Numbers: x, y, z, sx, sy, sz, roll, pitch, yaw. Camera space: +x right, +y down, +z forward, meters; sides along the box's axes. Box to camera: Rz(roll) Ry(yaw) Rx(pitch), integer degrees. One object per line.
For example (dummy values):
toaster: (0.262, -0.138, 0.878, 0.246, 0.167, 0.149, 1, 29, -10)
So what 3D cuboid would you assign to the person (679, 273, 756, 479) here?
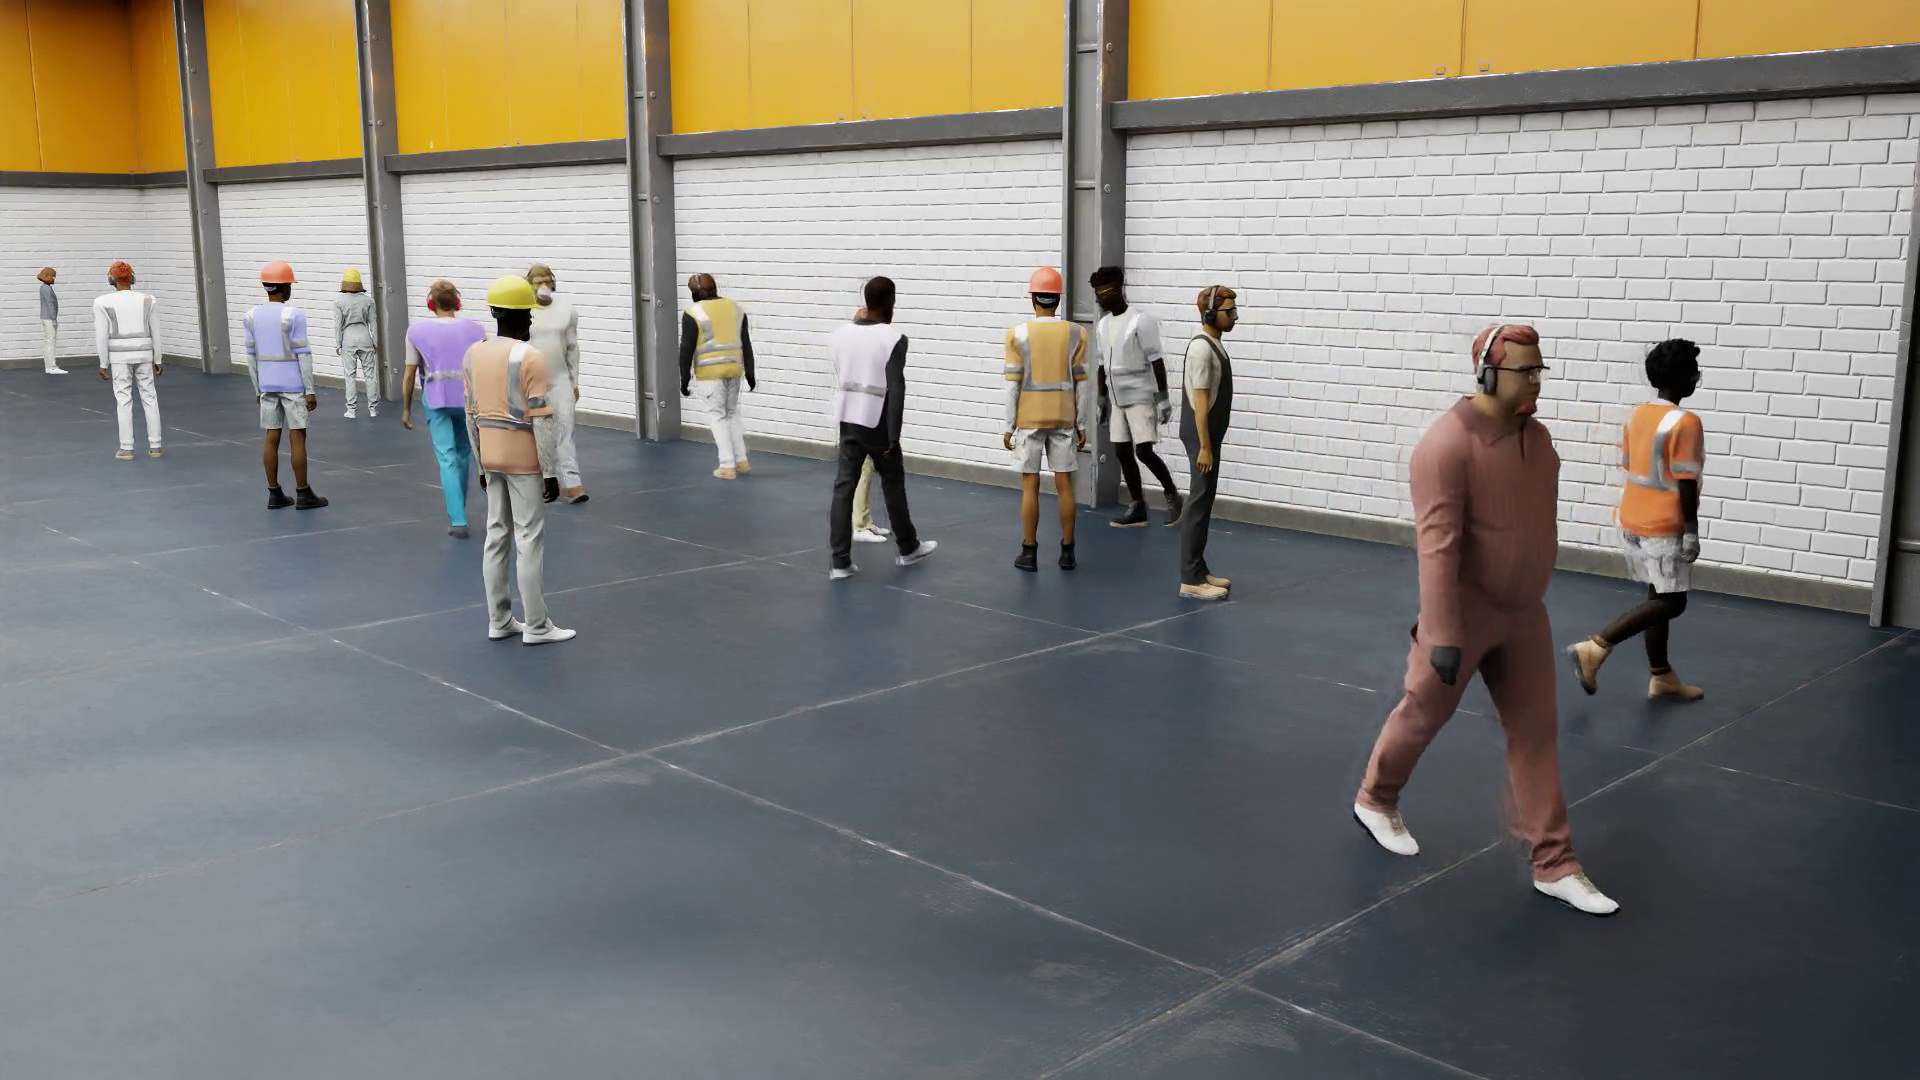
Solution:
person: (-2.136, -1.439, 14.637, 0.645, 1.804, 0.518, -10, 14, -42)

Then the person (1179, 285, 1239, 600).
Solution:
person: (1.463, -0.577, 9.825, 0.325, 1.843, 0.517, 2, 11, 13)

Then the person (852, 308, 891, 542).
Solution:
person: (-0.638, -0.809, 11.668, 0.286, 1.633, 0.499, 1, 10, 3)

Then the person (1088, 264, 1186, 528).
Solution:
person: (1.289, -1.031, 12.090, 0.664, 1.922, 0.672, -7, 12, -32)

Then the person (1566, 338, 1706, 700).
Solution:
person: (3.099, -0.071, 7.498, 0.628, 1.682, 0.542, 0, 10, -1)

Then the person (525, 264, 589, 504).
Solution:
person: (-3.282, -1.223, 13.205, 0.658, 1.893, 0.954, -6, 12, -31)

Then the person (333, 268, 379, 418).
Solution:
person: (-7.099, -2.311, 19.559, 0.493, 1.743, 0.295, -6, 12, -31)

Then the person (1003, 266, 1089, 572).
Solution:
person: (0.539, -0.764, 10.595, 0.552, 1.934, 0.373, -2, 11, -9)

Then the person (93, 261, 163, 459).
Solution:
person: (-7.931, -1.712, 15.904, 0.574, 1.886, 0.356, -9, 13, -39)

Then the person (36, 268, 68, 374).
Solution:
person: (-14.065, -3.388, 25.727, 0.279, 1.633, 0.497, -8, 13, -38)

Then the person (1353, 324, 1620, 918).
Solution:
person: (1.704, 0.221, 5.463, 0.651, 1.861, 1.013, -6, 12, -31)

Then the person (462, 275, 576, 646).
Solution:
person: (-2.315, -0.408, 8.679, 0.585, 1.927, 0.366, 6, 12, 31)

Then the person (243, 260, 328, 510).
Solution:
person: (-5.258, -1.198, 12.952, 0.543, 1.940, 0.361, 3, 11, 14)

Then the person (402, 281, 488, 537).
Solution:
person: (-3.707, -0.954, 11.998, 0.593, 1.794, 0.955, -6, 12, -30)

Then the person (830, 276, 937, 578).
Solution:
person: (-0.534, -0.723, 10.549, 0.621, 1.863, 0.964, 7, 12, 32)
